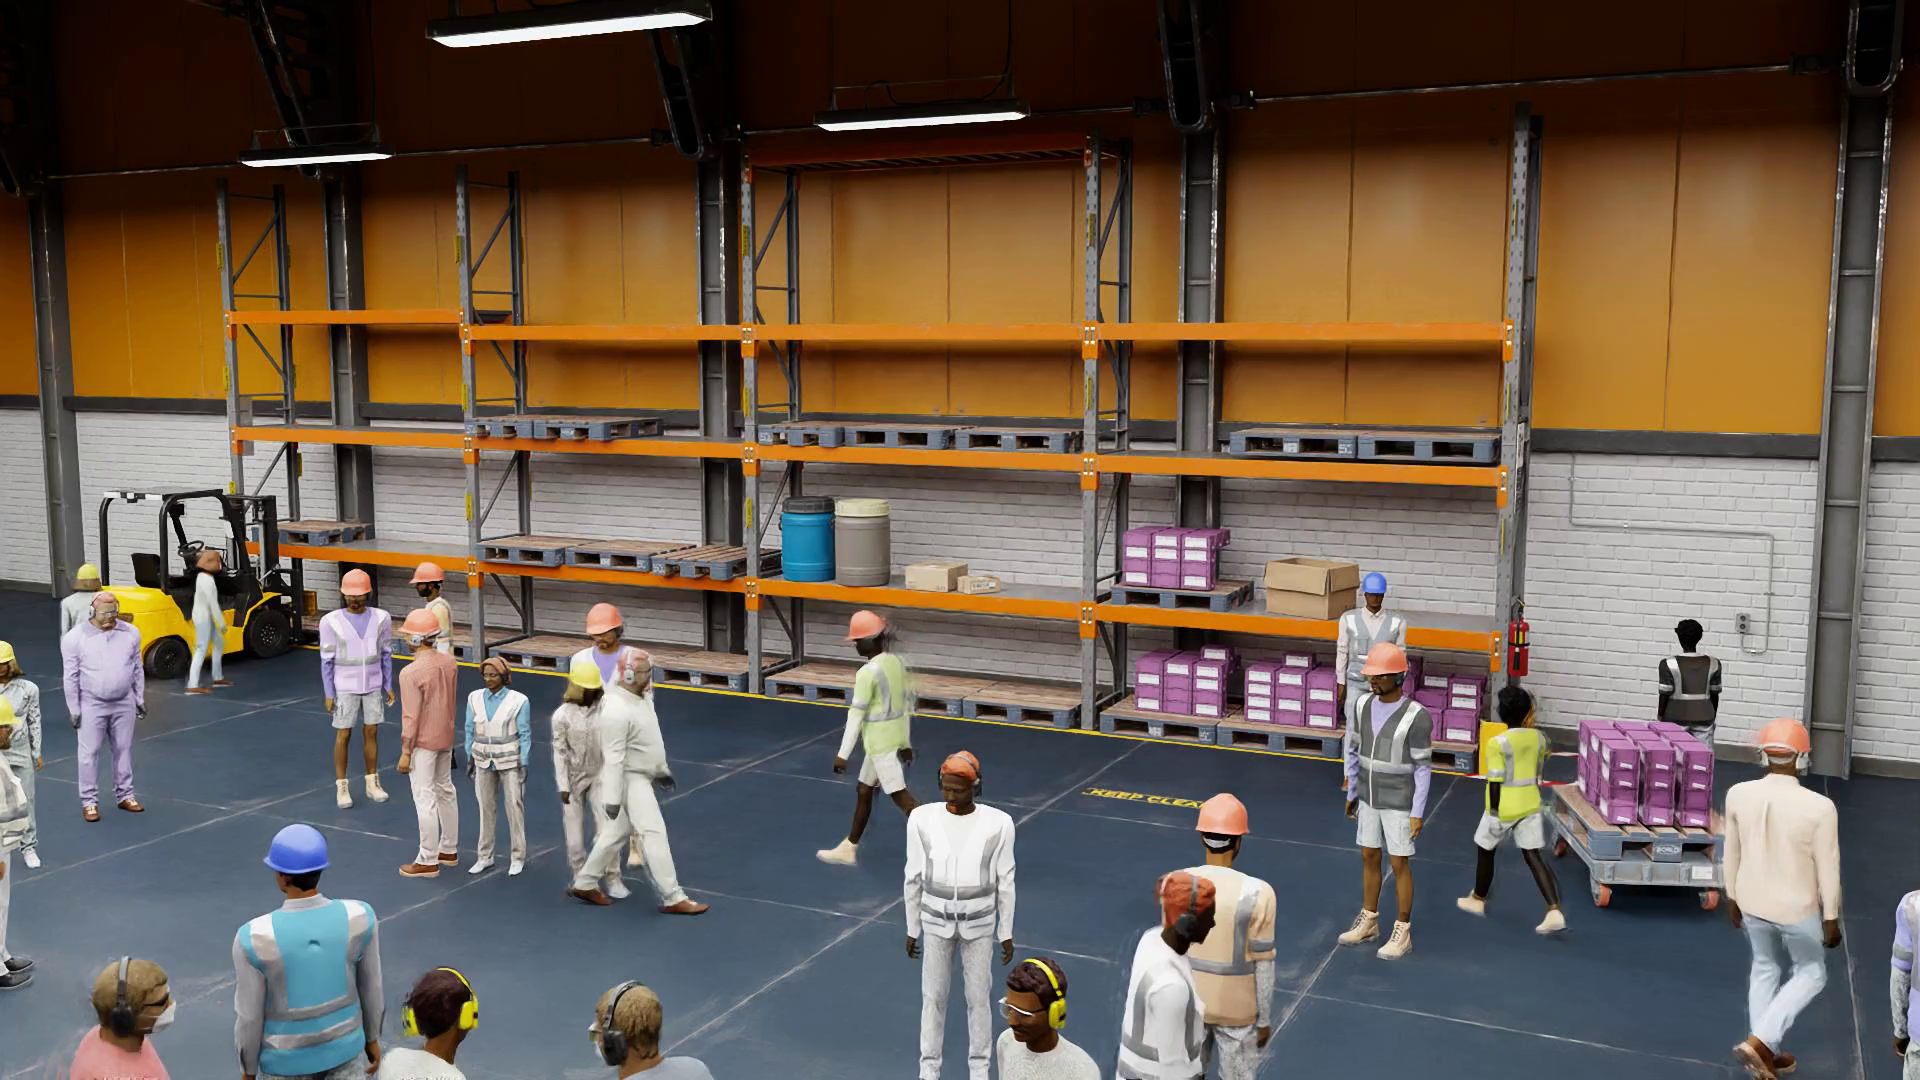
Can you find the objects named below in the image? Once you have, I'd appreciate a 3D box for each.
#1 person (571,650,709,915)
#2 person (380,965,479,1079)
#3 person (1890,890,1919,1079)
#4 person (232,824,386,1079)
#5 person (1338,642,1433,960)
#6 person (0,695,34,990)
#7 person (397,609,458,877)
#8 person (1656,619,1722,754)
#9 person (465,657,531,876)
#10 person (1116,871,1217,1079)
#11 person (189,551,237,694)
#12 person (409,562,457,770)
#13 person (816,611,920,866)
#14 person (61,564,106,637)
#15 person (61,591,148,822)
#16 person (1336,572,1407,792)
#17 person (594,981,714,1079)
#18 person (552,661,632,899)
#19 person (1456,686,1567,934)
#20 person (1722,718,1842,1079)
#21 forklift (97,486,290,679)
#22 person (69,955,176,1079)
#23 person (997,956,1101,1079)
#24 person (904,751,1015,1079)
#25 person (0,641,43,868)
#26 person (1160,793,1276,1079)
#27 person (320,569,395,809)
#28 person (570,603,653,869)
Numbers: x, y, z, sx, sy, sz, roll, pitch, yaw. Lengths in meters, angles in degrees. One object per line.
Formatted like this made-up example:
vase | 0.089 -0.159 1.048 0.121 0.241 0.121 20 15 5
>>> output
person | -2.272 1.669 11.532 0.977 1.866 0.642 0 7 -1
person | -1.820 2.389 5.665 0.606 1.844 0.524 5 9 38
person | 4.331 2.152 7.198 0.375 1.935 0.551 -4 8 -32
person | -2.757 2.162 7.066 0.615 1.947 0.389 -5 9 -38
person | 2.734 1.671 10.742 0.372 2.042 0.615 -5 9 -36
person | -5.927 1.849 10.200 0.403 1.821 0.601 -4 8 -31
person | -3.961 1.497 12.367 0.375 1.997 0.611 2 7 16
person | 5.974 1.491 13.666 0.531 1.692 0.320 0 7 0
person | -3.433 1.673 12.367 0.512 1.642 0.311 1 7 10
person | 0.808 2.244 6.760 0.440 1.866 0.592 1 7 5
person | -8.428 0.918 18.744 0.651 1.603 0.567 -4 8 -32
person | -4.860 1.166 15.347 0.364 1.935 0.553 -3 7 -23
person | -0.543 1.514 12.359 1.081 1.991 0.627 2 7 17
person | -8.868 1.095 16.928 0.502 1.700 0.894 -2 7 -19
person | -7.093 1.366 13.850 0.400 1.902 0.643 6 9 41
person | 3.608 1.249 14.609 0.605 1.951 0.383 1 7 10
person | -1.025 2.376 5.396 0.377 1.931 0.636 4 8 28
person | -2.606 1.704 11.786 0.509 1.704 0.810 -5 8 -33
person | 3.756 1.805 11.208 0.535 1.659 0.866 -3 8 -26
person | 4.340 1.935 8.849 0.521 1.971 0.631 -4 8 -32
forklift | -9.426 0.454 20.179 1.214 2.155 2.313 3 8 26
person | -2.894 2.348 5.677 0.672 1.913 0.633 -4 8 -30
person | 0.286 2.358 5.827 0.327 1.862 0.510 -6 9 -40
person | -0.005 2.008 8.604 0.574 1.886 0.360 1 7 6
person | -7.133 1.614 12.440 0.485 1.745 0.296 -4 8 -30
person | 1.183 2.115 7.610 0.542 1.920 0.418 4 8 28
person | -5.124 1.253 14.205 0.609 2.040 0.395 -6 9 -39
person | -2.615 1.470 12.465 0.628 2.032 0.431 0 7 1
